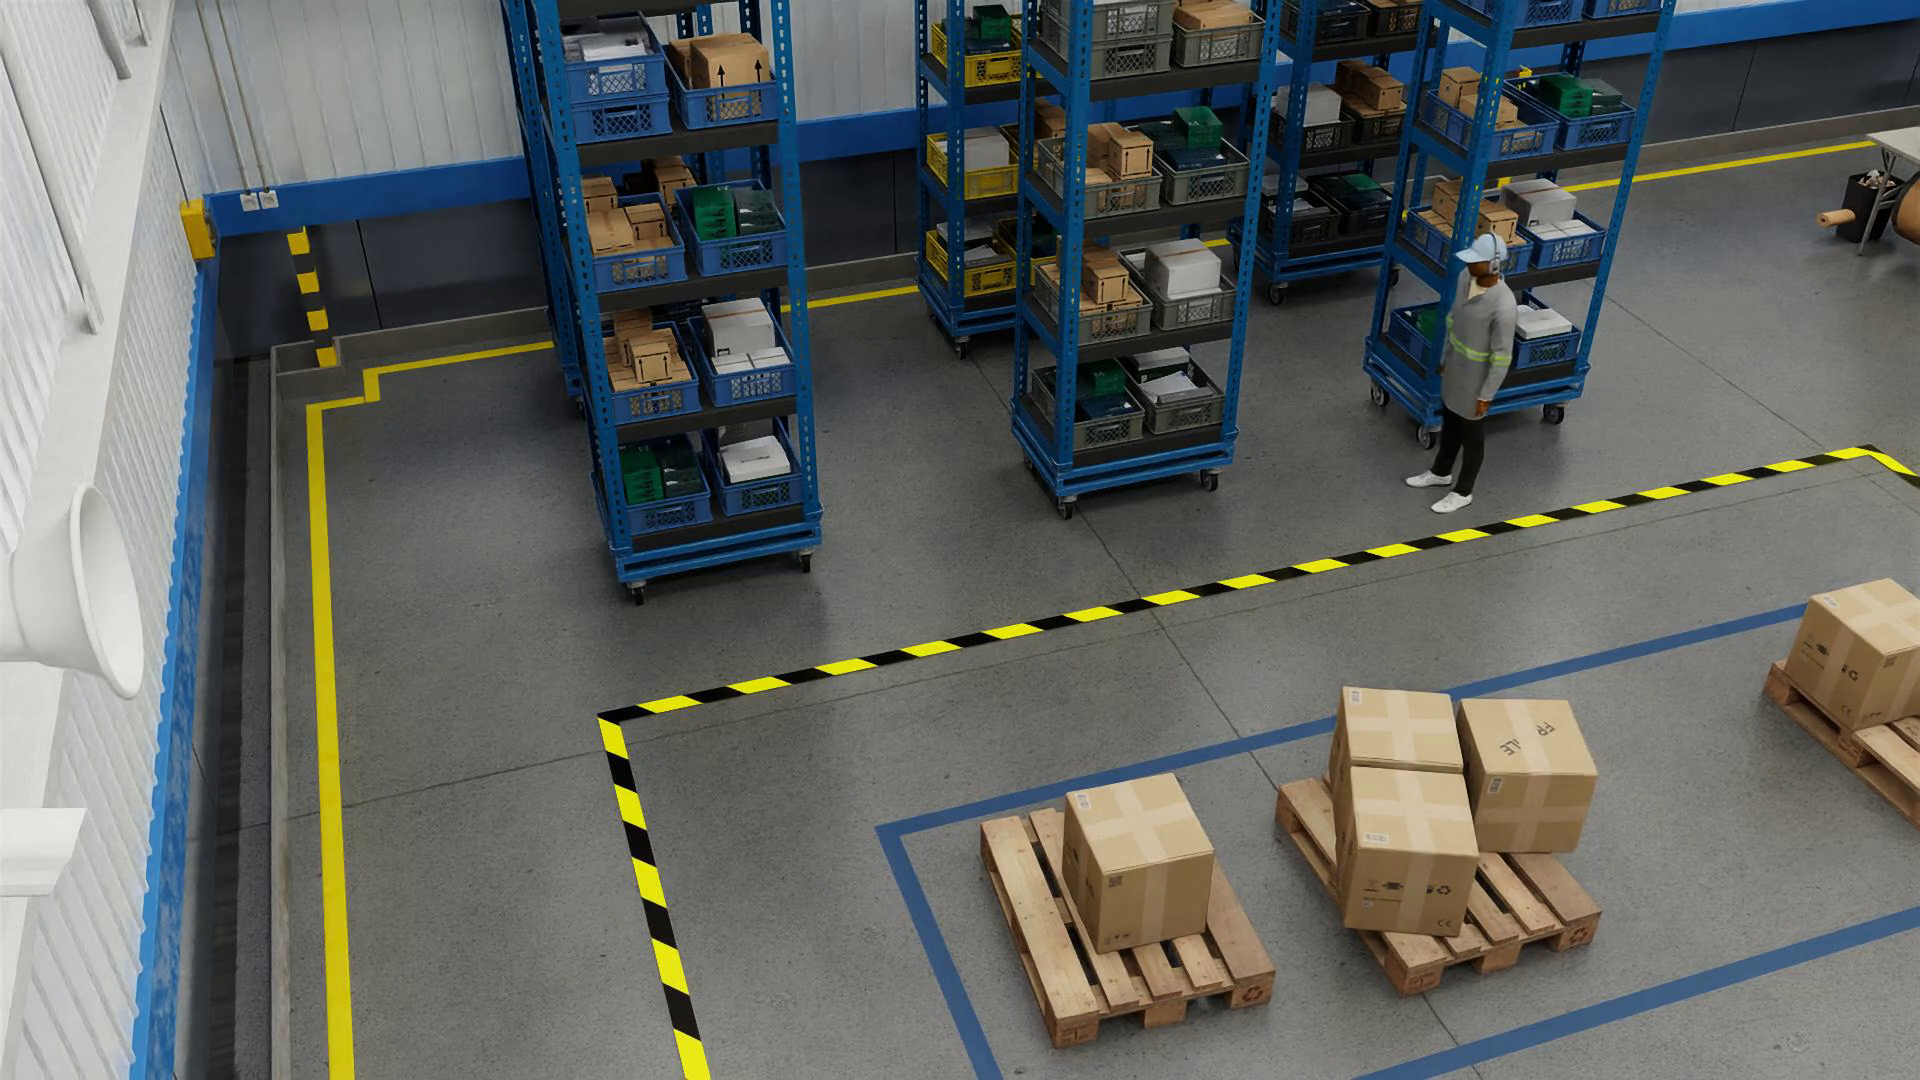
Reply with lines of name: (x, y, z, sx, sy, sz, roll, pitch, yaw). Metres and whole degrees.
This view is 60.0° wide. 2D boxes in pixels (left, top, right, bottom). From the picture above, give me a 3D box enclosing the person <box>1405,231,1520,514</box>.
person: (3.075, -1.013, 10.119, 0.397, 1.852, 0.589, -8, 36, -11)
